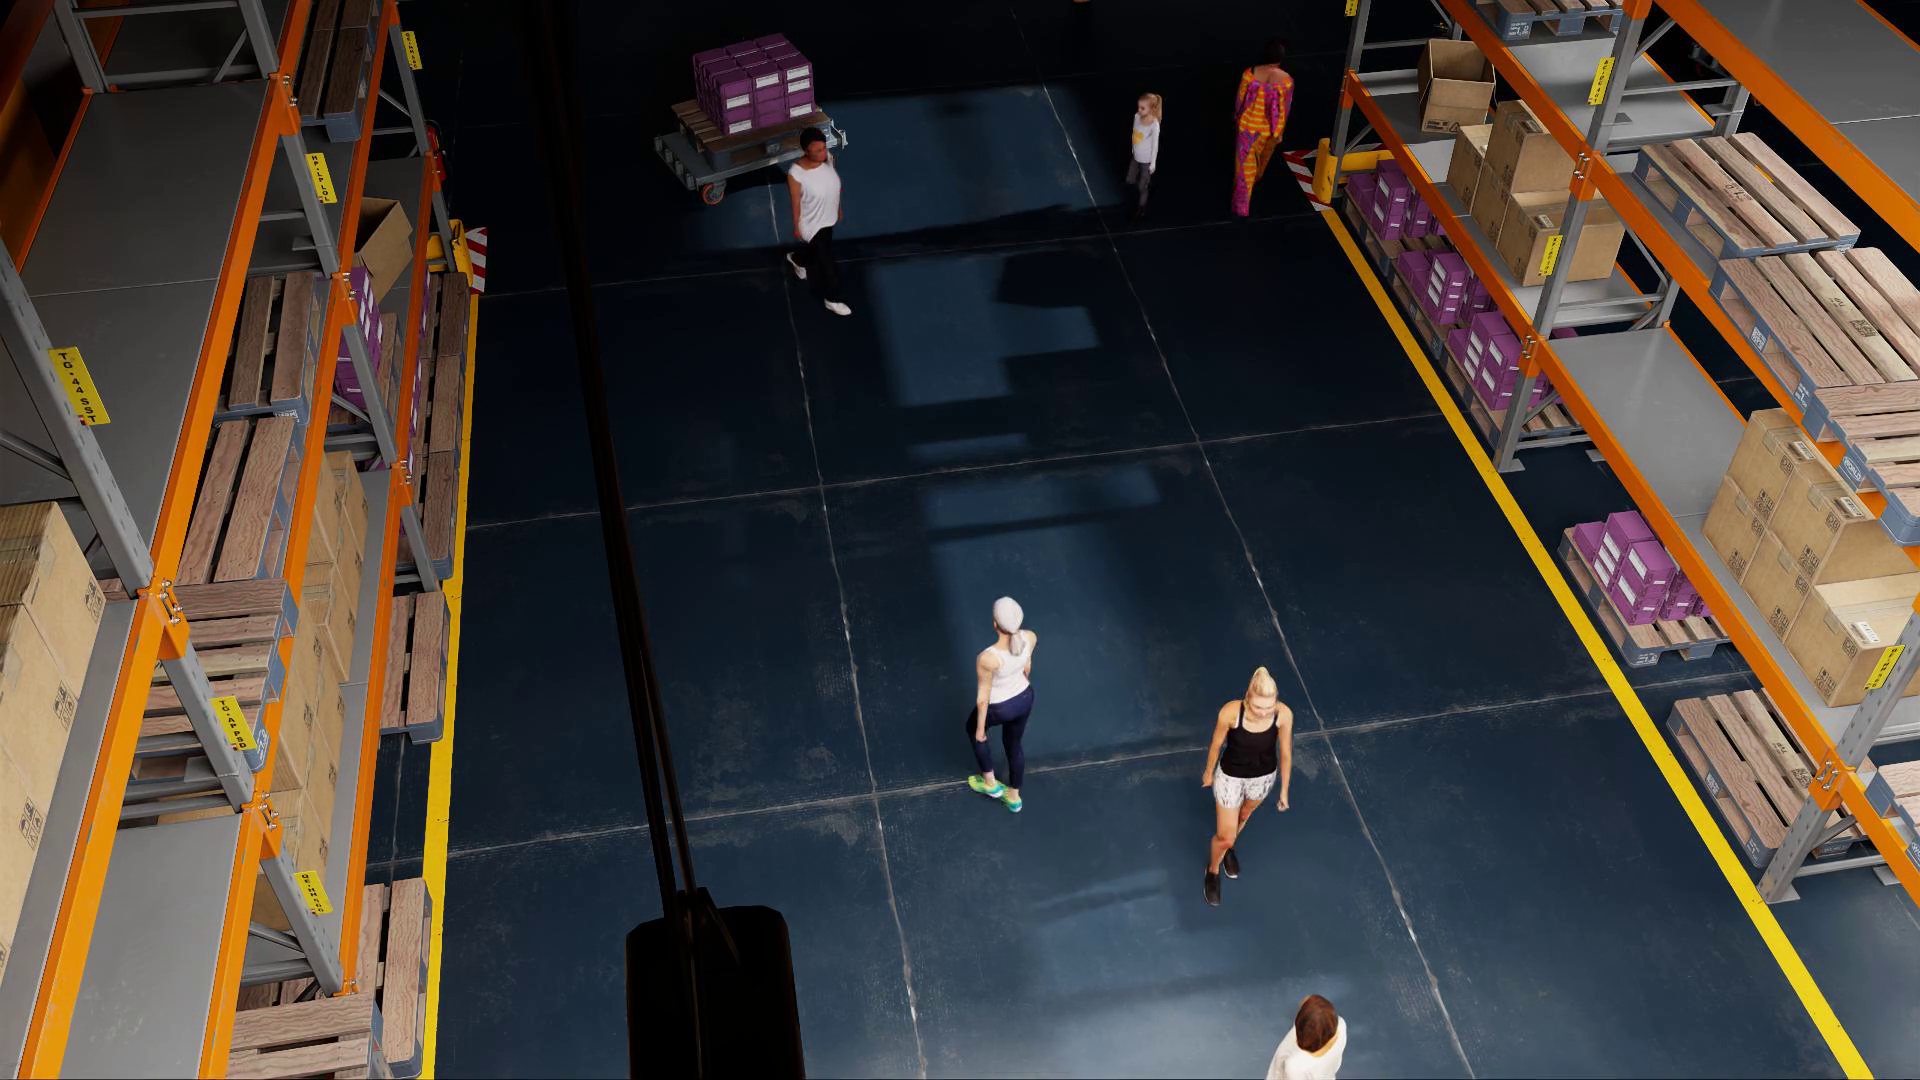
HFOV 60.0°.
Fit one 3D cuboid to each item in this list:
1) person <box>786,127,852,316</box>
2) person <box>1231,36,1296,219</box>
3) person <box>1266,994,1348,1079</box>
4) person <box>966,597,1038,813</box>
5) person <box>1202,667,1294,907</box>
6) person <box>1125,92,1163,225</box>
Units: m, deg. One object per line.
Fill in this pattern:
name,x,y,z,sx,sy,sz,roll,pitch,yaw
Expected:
person,-1.226,-2.736,14.002,1.100,1.664,1.057,24,49,23
person,2.697,-3.726,15.048,0.915,1.655,1.260,5,44,6
person,1.702,2.758,8.224,0.730,1.680,0.699,33,53,30
person,0.331,1.063,9.995,0.743,1.689,0.774,-29,51,-27
person,1.642,1.285,9.661,0.632,1.829,0.709,-5,44,-5
person,1.717,-3.484,15.073,0.706,1.269,0.689,-28,50,-27
